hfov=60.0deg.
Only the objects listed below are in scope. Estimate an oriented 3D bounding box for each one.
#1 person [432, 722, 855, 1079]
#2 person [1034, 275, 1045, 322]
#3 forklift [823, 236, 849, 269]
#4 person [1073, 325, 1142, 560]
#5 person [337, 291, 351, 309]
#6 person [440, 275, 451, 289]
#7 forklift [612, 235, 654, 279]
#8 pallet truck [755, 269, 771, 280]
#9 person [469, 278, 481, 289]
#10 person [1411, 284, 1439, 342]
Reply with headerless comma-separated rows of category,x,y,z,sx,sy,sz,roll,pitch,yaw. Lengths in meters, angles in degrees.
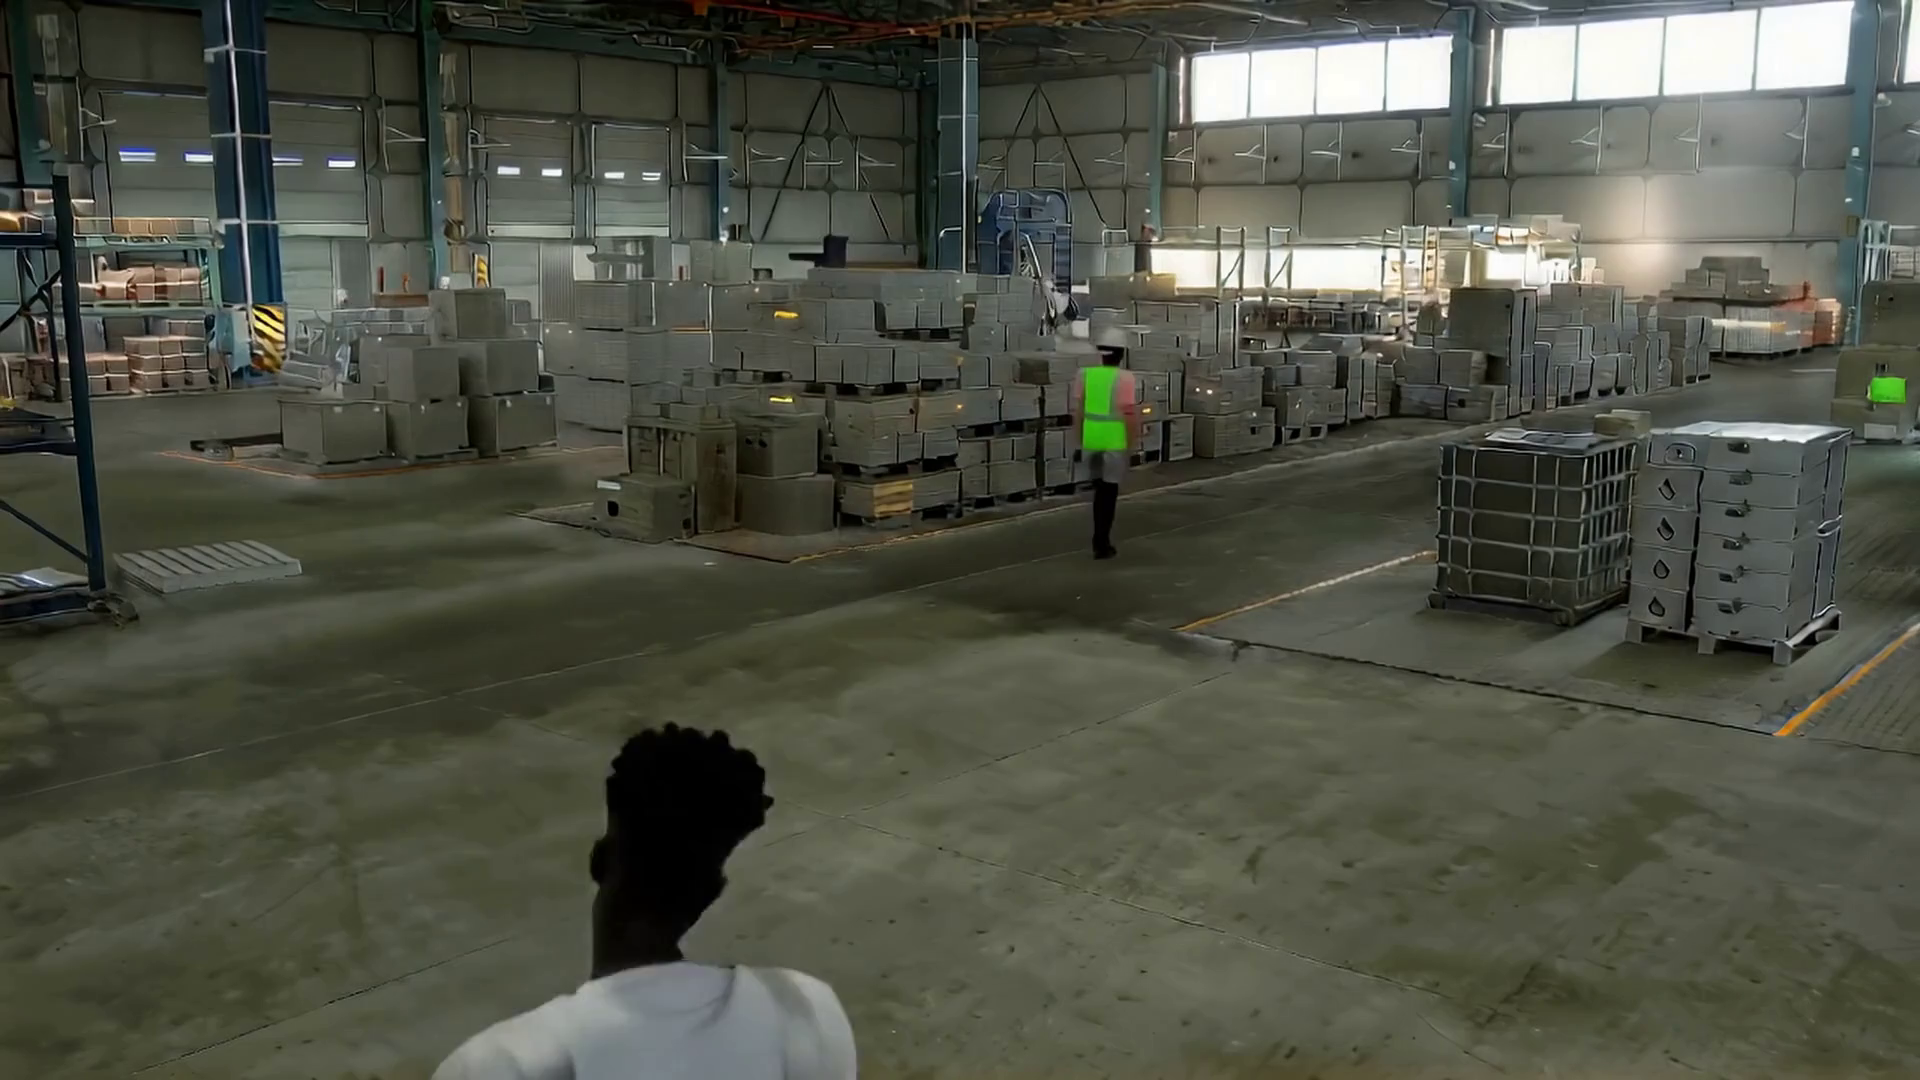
person,-0.444,1.219,2.176,0.764,1.921,0.459,-8,13,-40
person,1.681,-5.370,39.715,0.864,1.904,0.661,-5,11,-24
forklift,-2.943,-5.851,39.703,1.873,2.768,1.129,2,10,14
person,1.235,-0.799,13.677,0.568,1.915,0.523,7,12,34
person,-13.869,-4.809,37.416,0.851,1.585,0.538,-6,11,-29
person,-11.692,-5.058,37.896,0.542,1.931,0.366,-7,12,-35
forklift,-7.300,-5.450,37.421,1.873,2.768,1.129,8,13,40
pallet truck,-4.996,-6.432,45.525,1.885,1.965,0.823,-6,12,-32
person,-10.310,-4.643,35.586,0.637,1.920,0.827,-3,10,-16
person,8.585,-3.794,30.826,0.609,1.881,0.603,-4,11,-24
